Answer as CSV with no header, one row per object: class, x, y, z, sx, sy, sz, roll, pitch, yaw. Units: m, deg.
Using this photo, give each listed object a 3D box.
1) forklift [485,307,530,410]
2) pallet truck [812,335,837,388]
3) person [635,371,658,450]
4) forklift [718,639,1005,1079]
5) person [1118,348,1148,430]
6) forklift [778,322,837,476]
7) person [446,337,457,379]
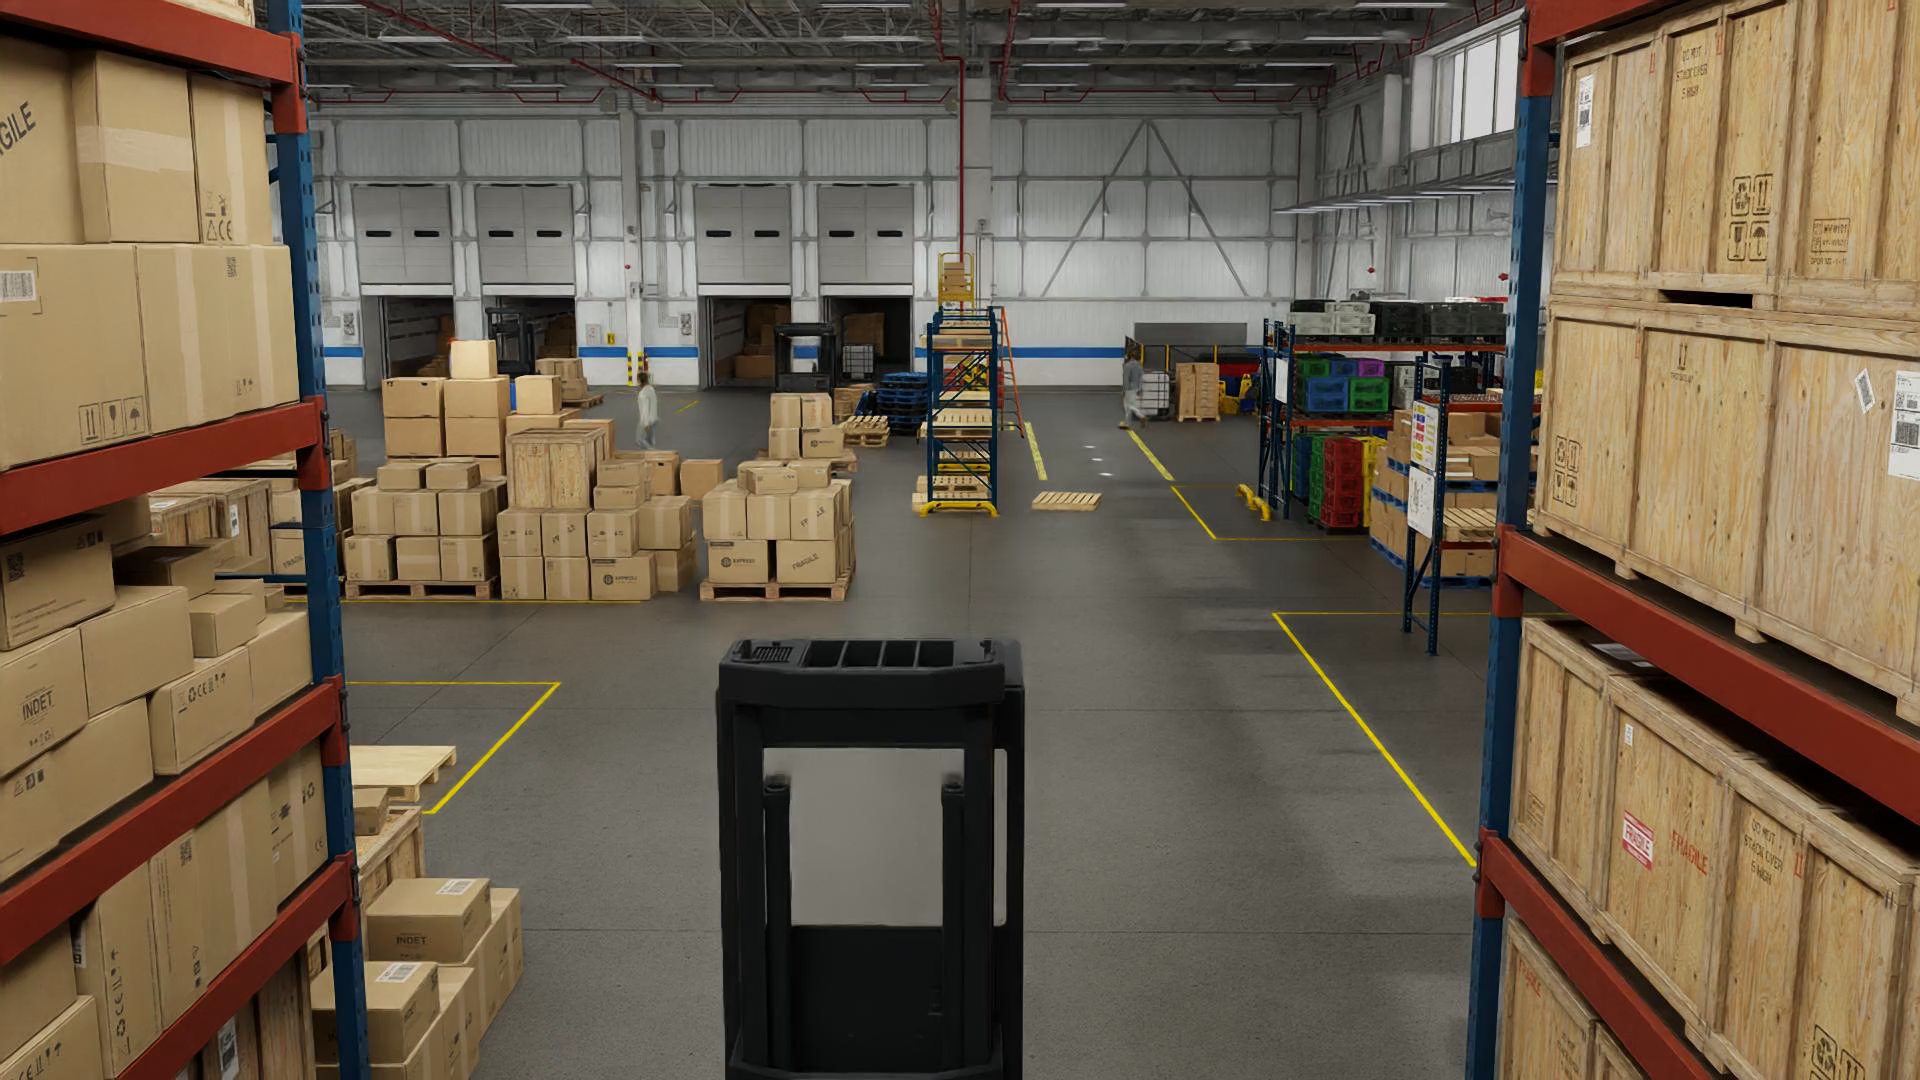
forklift,-10.754,-4.150,39.646,1.129,2.768,1.873,0,10,1
pallet truck,-3.021,-4.312,43.126,1.885,1.965,0.823,3,10,17
person,-5.877,-2.206,31.200,0.441,1.926,0.639,1,10,7
forklift,-0.316,1.728,5.731,1.129,2.768,1.873,0,10,1
person,4.024,-3.488,38.589,0.717,1.924,0.639,6,12,33
forklift,-2.909,-2.674,31.130,1.129,2.768,1.873,-1,10,-5
person,-13.153,-4.308,43.286,0.374,1.934,0.551,-9,13,-43
